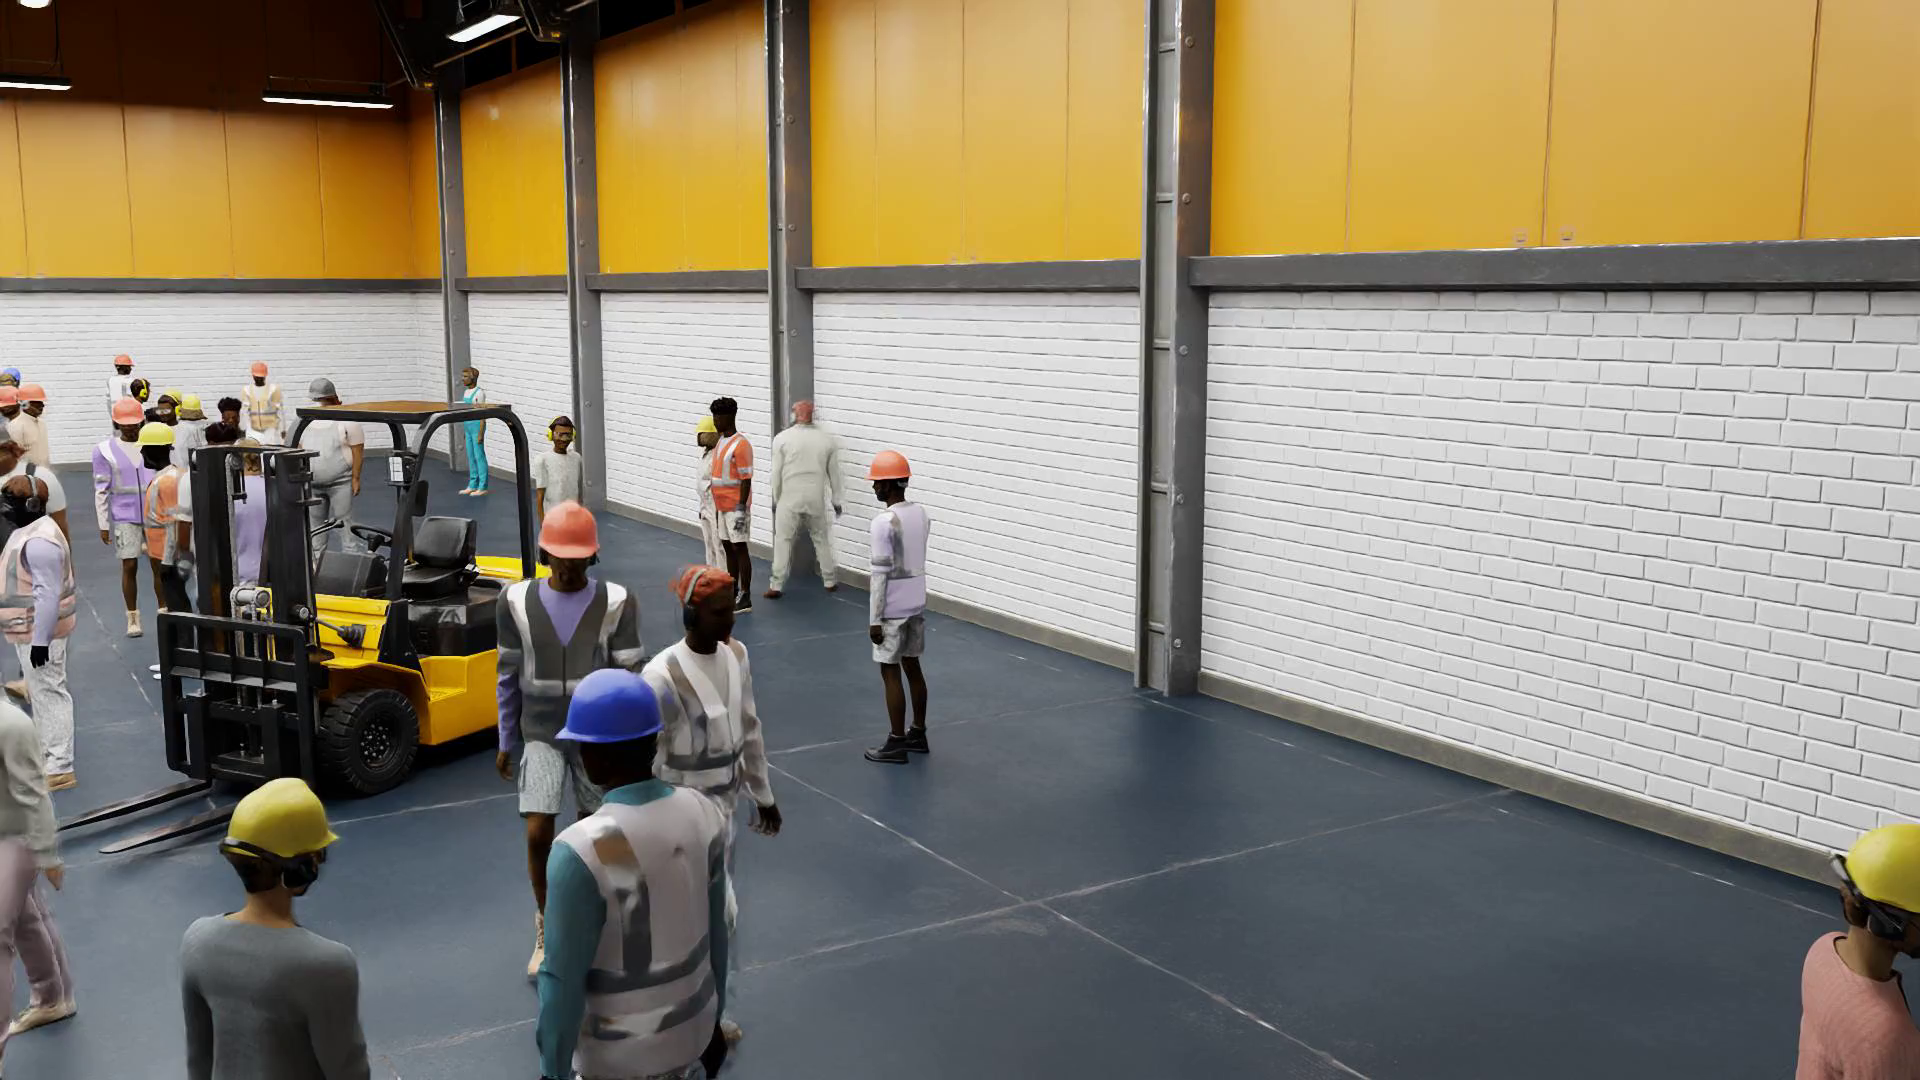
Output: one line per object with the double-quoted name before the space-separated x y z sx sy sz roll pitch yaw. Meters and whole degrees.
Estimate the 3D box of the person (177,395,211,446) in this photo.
"person" -8.589 -0.759 18.710 0.489 1.746 0.285 -6 10 -34

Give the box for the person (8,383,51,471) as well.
"person" -9.409 -0.603 16.897 0.435 1.980 0.634 -1 8 -5

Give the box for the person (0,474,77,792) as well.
"person" -5.364 0.537 9.645 0.429 1.847 0.625 -6 10 -35

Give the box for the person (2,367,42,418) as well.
"person" -12.060 -1.237 21.290 0.611 1.940 0.415 -5 10 -28

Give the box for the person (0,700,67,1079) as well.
"person" -3.574 1.131 6.132 0.542 1.701 0.794 3 9 20

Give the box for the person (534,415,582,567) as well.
"person" -3.340 -0.117 13.997 0.334 1.864 0.521 6 10 33

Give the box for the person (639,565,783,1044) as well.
"person" -0.944 1.021 6.293 0.494 1.867 0.592 4 9 22

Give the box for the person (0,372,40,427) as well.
"person" -11.542 -1.080 20.283 0.635 1.927 0.372 -4 9 -27

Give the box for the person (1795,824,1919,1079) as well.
"person" 1.987 1.469 3.672 0.339 1.755 0.531 2 9 15

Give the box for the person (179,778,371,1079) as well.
"person" -1.585 1.430 3.927 0.535 1.760 0.344 4 9 25

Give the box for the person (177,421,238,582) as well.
"person" -5.547 0.079 12.426 0.505 1.938 0.618 2 9 16

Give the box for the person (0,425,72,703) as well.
"person" -6.708 0.132 11.714 0.701 2.000 0.992 -1 9 -8

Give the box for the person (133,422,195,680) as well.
"person" -5.939 0.078 12.460 0.365 1.928 0.586 -4 10 -28

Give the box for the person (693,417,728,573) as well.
"person" -2.310 -0.274 15.444 0.307 1.744 0.484 -5 10 -29

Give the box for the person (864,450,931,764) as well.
"person" -0.407 0.409 10.246 0.382 1.930 0.541 5 10 32

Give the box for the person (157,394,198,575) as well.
"person" -8.010 -0.563 17.019 0.510 1.861 0.324 1 8 4

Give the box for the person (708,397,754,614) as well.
"person" -2.071 -0.316 15.012 0.379 1.958 0.600 -5 10 -28

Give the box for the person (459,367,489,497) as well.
"person" -6.900 -1.532 23.588 0.346 1.847 0.505 -8 12 -43

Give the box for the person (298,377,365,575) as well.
"person" -6.440 -0.639 16.910 0.689 2.000 0.537 1 9 8

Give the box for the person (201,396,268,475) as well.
"person" -6.884 -0.421 15.876 0.600 1.927 1.008 -4 9 -25

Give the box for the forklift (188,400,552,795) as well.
"forklift" -3.529 0.258 10.348 1.214 2.155 2.313 4 9 25

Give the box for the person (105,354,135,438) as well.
"person" -13.011 -1.923 25.919 0.547 1.934 0.376 3 9 19

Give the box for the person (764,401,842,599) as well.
"person" -1.492 -0.387 15.844 0.761 1.872 0.510 -4 9 -26

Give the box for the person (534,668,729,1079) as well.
"person" -0.776 1.289 4.323 0.796 1.926 0.613 4 9 25

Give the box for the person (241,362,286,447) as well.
"person" -10.087 -1.623 24.027 0.543 1.887 0.814 0 8 -2

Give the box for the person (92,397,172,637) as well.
"person" -6.888 -0.188 13.939 0.615 2.028 0.409 -6 10 -35

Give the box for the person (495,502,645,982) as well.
"person" -1.642 0.846 6.981 0.641 2.013 0.699 -1 9 -9
